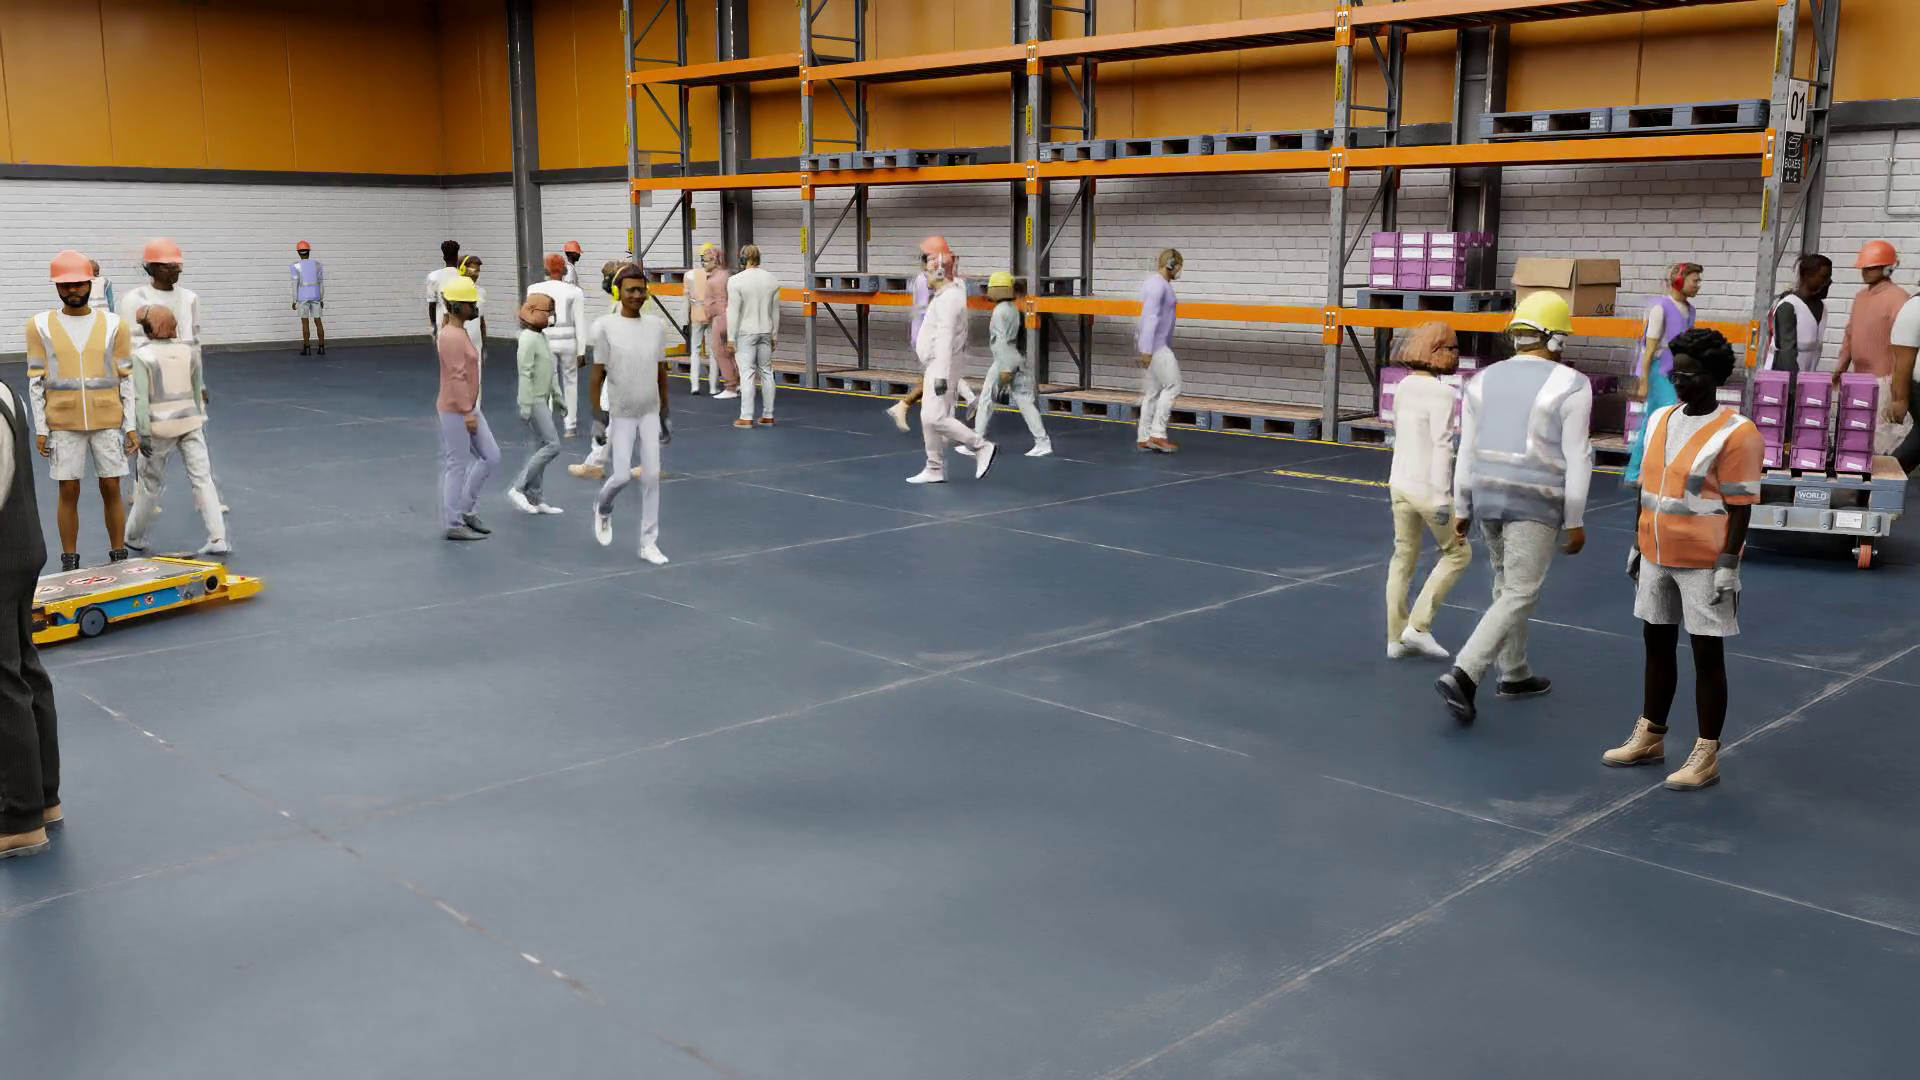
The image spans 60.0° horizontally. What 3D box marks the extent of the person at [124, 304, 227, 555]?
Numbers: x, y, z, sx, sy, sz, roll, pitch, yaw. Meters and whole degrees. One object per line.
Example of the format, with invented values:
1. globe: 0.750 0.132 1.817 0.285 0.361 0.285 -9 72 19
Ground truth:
1. person: -5.027 -0.691 10.536 0.876 1.588 0.549 5 12 27

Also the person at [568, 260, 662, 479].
1. person: -2.910 -1.410 13.862 0.859 1.806 0.627 0 10 -2

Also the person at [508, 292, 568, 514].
1. person: -3.017 -0.971 12.005 0.344 1.616 0.498 0 10 -2

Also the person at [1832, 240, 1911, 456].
1. person: 6.911 -1.274 12.657 0.424 1.981 0.697 0 10 -1

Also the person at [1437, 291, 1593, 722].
1. person: 2.291 -0.141 6.988 0.827 1.800 0.593 -7 12 -32

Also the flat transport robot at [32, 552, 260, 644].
1. flat transport robot: -4.515 0.290 8.792 0.652 0.197 1.431 5 11 25

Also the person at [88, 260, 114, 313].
1. person: -13.240 -3.460 25.506 0.514 1.641 0.309 -9 14 -41

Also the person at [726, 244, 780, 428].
1. person: -2.181 -2.146 17.544 0.636 1.932 0.363 -9 14 -41

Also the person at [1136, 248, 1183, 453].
1. person: 1.906 -1.747 15.471 0.579 1.898 0.690 2 11 12

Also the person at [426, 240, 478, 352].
1. person: -6.004 -2.573 19.777 0.607 1.966 0.367 -2 11 -9

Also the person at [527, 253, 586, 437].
1. person: -3.992 -1.906 16.456 0.578 1.859 0.810 -1 10 -5

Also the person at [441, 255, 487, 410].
1. person: -4.982 -1.931 16.644 0.530 1.835 0.686 -9 14 -41

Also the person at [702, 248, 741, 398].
1. person: -2.958 -2.675 20.603 0.461 1.871 0.650 -1 10 -4

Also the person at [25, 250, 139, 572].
1. person: -4.991 -0.674 9.499 0.543 1.939 0.359 -6 12 -29

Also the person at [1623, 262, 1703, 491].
1. person: 5.575 -1.227 12.874 0.583 1.802 0.887 -10 14 -43

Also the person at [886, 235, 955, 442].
1. person: -0.351 -1.957 16.260 0.649 2.023 0.623 1 10 5

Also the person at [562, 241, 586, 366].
1. person: -5.989 -3.656 25.770 0.368 1.933 0.551 -3 11 -14

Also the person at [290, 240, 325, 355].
1. person: -11.030 -4.085 28.117 0.542 1.931 0.376 -9 13 -39

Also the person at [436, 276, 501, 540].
1. person: -3.258 -0.855 10.990 0.429 1.747 0.538 -1 10 -6

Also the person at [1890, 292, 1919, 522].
1. person: 6.643 -1.071 11.383 0.701 2.000 1.015 -6 12 -28

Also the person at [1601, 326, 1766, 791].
1. person: 2.672 0.066 6.127 0.318 1.696 0.534 -4 11 -22

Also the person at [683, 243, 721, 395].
1. person: -3.200 -2.786 21.064 0.614 1.918 0.401 -1 10 -5

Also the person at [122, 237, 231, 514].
1. person: -5.739 -1.176 12.069 0.671 2.046 0.625 5 12 27

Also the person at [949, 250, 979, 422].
1. person: -0.070 -2.104 17.490 0.480 1.865 0.604 5 12 27

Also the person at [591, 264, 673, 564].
1. person: -2.053 -0.789 10.380 0.515 1.855 0.635 -7 13 -35

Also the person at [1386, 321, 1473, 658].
1. person: 2.227 -0.225 7.897 0.387 1.615 0.531 -3 11 -14

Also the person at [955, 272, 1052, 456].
1. person: 0.438 -1.601 15.223 0.880 1.692 0.485 5 12 26

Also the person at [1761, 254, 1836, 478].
1. person: 6.225 -1.137 12.195 0.602 1.877 0.965 -7 12 -32

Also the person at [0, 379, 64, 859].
1. person: -3.173 0.122 5.410 0.345 1.847 0.504 -2 11 -13

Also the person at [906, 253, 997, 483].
1. person: -0.086 -1.371 13.445 0.639 1.882 0.650 -1 10 -4
